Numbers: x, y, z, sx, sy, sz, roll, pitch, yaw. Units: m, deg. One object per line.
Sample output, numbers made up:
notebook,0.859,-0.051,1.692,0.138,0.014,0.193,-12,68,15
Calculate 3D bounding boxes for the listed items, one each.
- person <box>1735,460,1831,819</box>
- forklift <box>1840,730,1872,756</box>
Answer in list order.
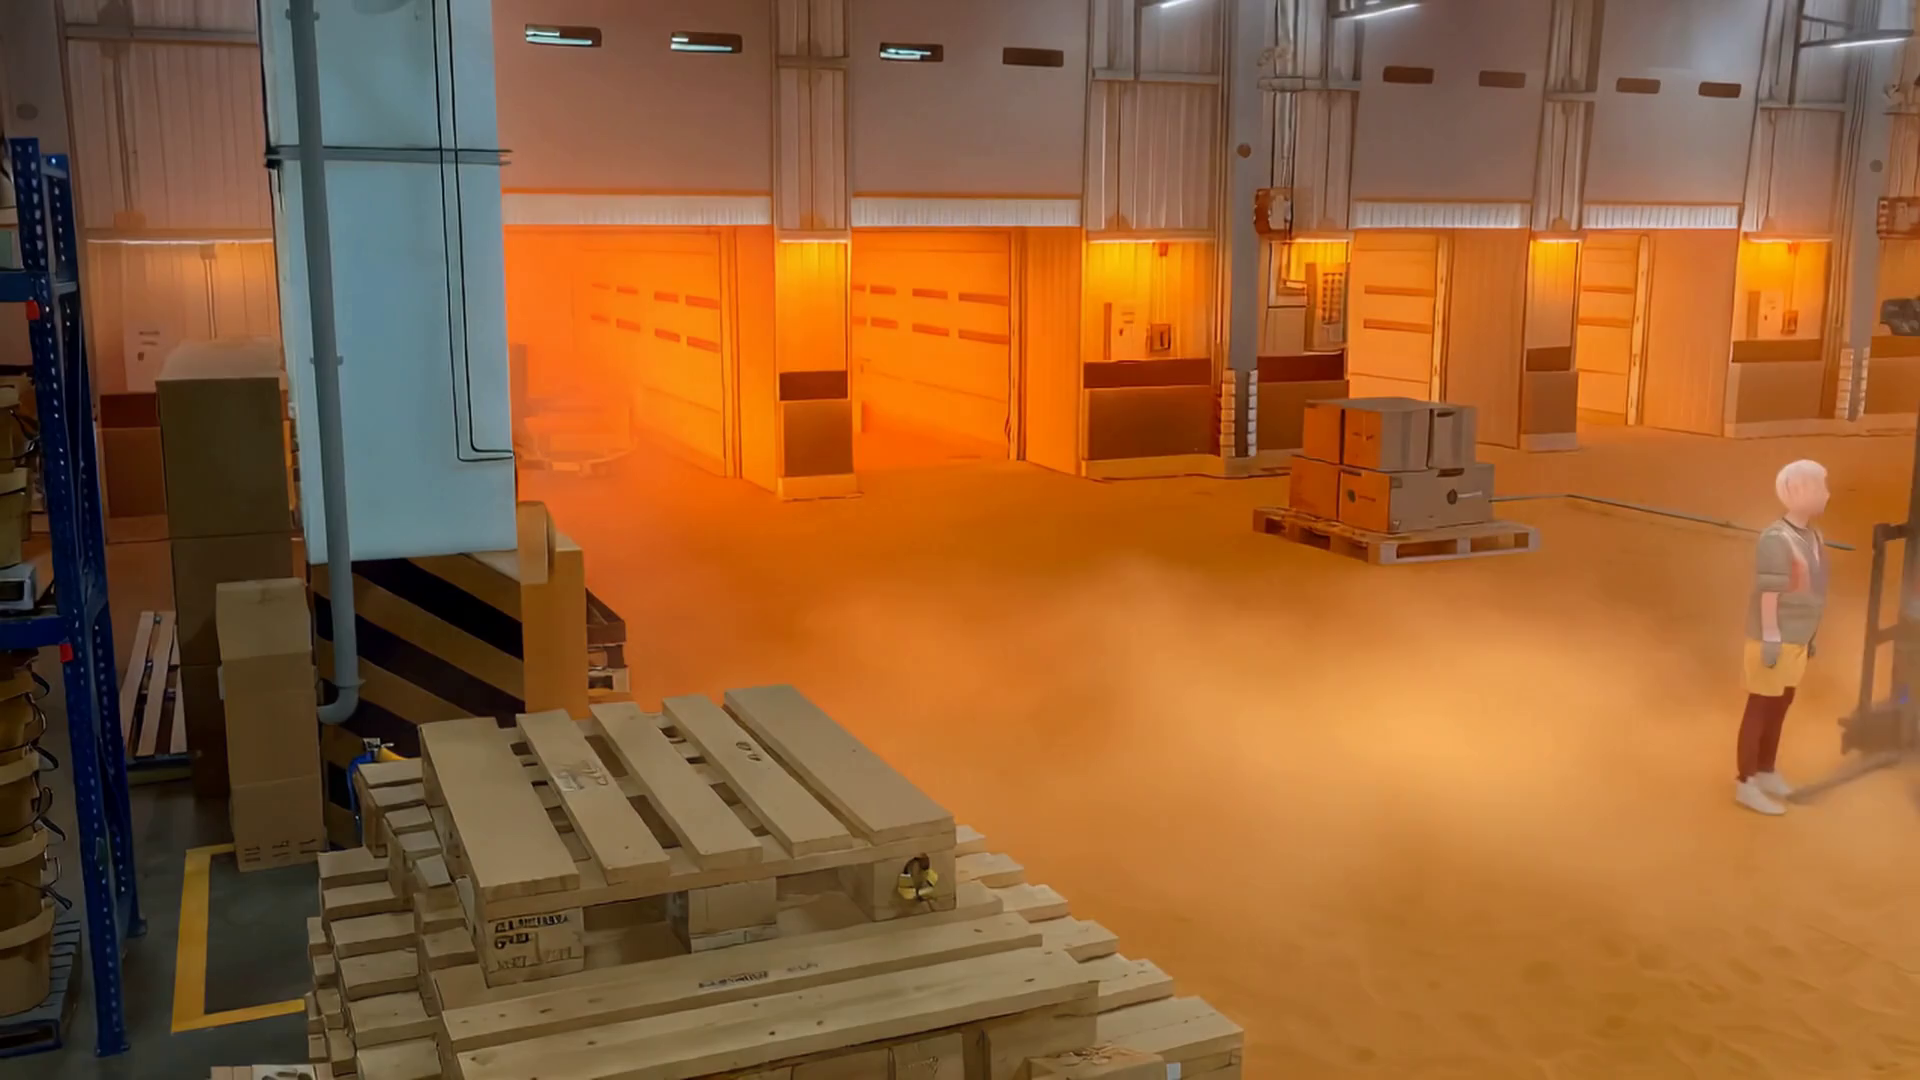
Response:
person,3.930,0.457,7.927,0.533,1.697,0.322,-9,14,-41
forklift,5.669,-0.263,8.633,1.873,2.768,1.129,-9,13,-40
